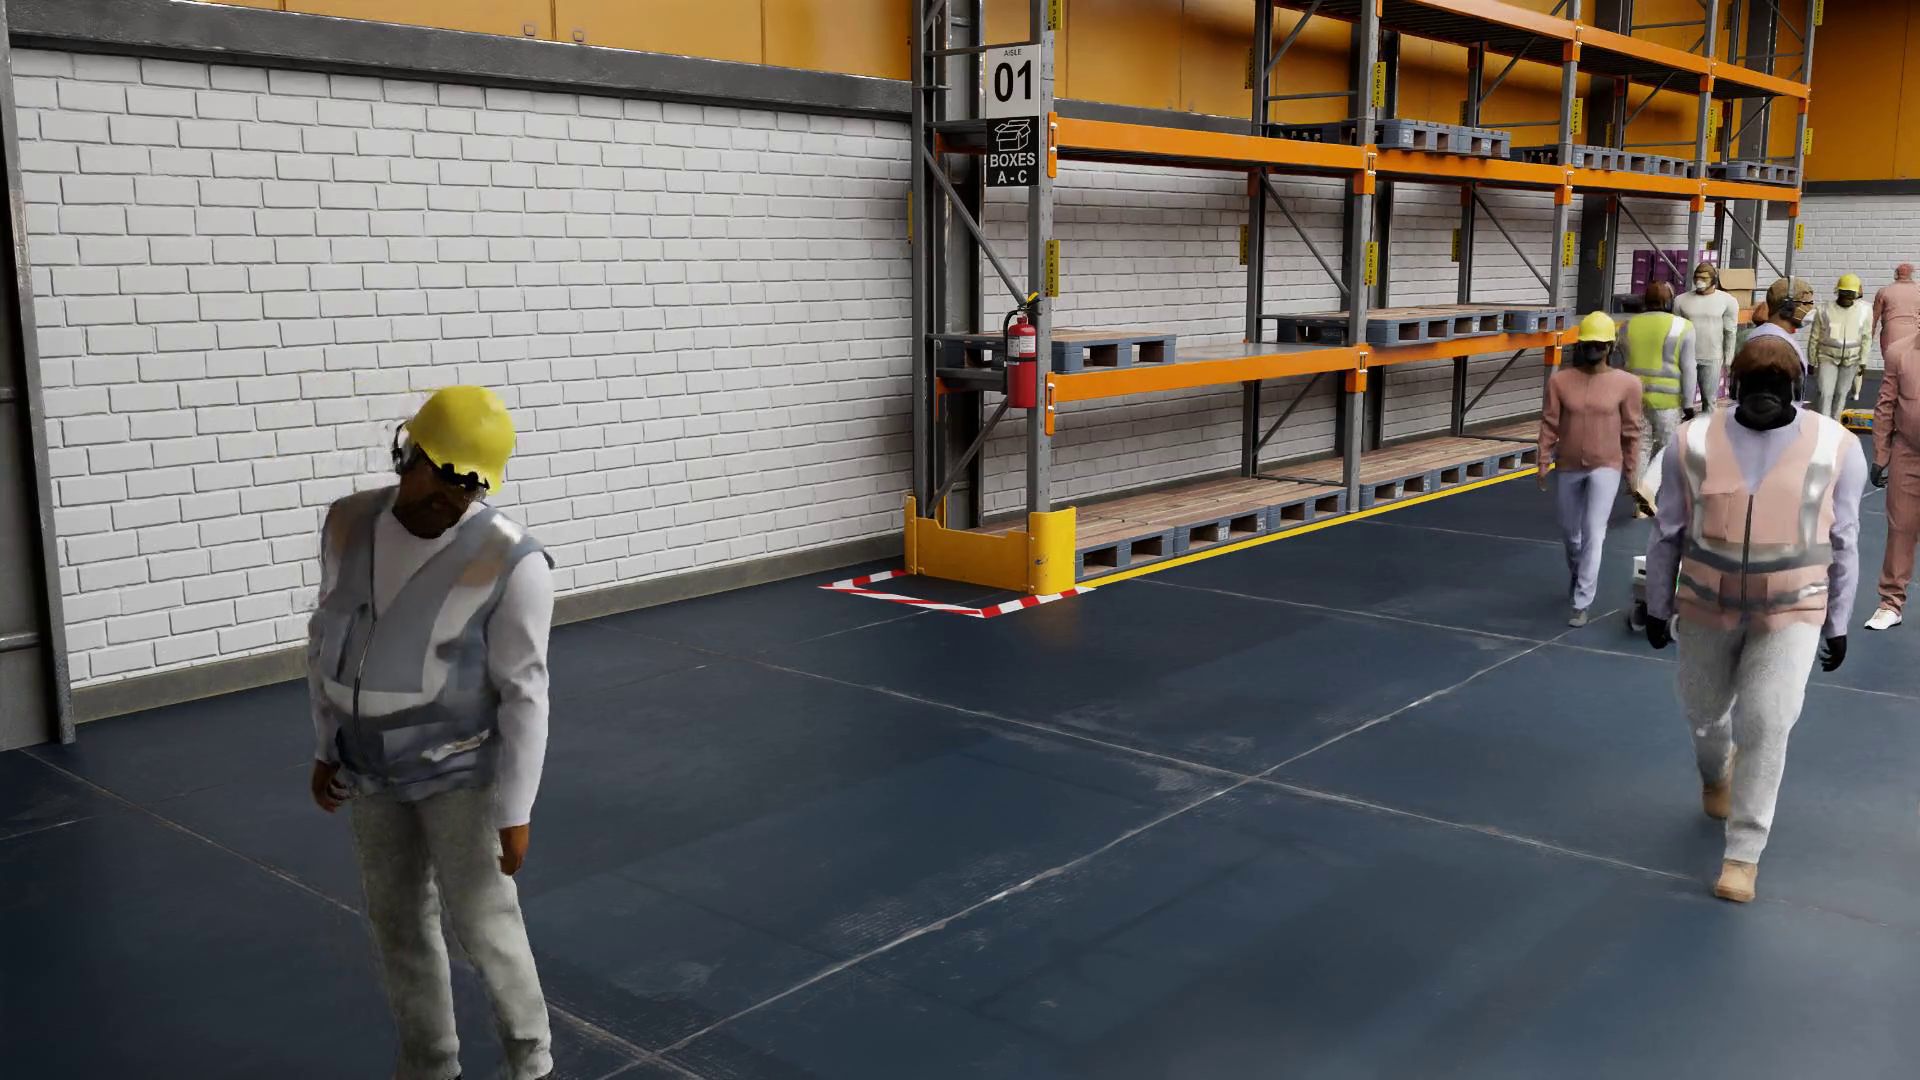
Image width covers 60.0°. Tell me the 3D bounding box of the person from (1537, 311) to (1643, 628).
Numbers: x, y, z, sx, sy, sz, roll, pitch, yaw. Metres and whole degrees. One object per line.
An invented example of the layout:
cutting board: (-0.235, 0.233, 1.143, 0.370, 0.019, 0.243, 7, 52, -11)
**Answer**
person: (3.553, -0.425, 9.381, 0.531, 1.737, 0.822, 6, 12, 31)

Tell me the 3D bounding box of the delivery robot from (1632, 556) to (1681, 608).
delivery robot: (3.991, 0.185, 8.991, 0.707, 0.478, 0.477, -5, 11, -25)

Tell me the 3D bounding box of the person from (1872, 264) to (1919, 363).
person: (12.114, -2.630, 21.554, 0.649, 1.860, 0.859, 2, 10, 9)

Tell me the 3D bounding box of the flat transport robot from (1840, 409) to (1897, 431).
flat transport robot: (10.501, -1.330, 18.688, 1.431, 0.197, 0.652, 8, 13, 40)

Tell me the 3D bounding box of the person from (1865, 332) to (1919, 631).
person: (5.220, -0.427, 8.891, 0.652, 1.906, 0.409, 8, 13, 39)

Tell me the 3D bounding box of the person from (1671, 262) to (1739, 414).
person: (7.349, -1.781, 16.517, 0.634, 1.936, 0.351, 7, 12, 34)

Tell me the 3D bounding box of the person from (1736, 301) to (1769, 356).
person: (7.495, -1.457, 15.630, 0.851, 1.592, 0.504, -5, 11, -29)

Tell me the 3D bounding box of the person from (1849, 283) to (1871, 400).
person: (12.148, -2.718, 22.709, 0.498, 1.636, 0.286, 0, 10, -2)

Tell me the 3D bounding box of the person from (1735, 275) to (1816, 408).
person: (4.445, -0.485, 9.176, 0.370, 1.932, 0.623, 2, 10, 14)

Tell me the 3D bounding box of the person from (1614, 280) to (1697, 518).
person: (5.264, -1.050, 12.650, 0.505, 1.832, 0.645, -8, 13, -40)

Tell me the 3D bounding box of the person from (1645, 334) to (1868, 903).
person: (2.629, 0.213, 5.544, 0.641, 1.810, 0.844, 7, 12, 33)

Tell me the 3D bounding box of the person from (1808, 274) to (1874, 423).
person: (9.282, -1.892, 17.524, 0.585, 1.796, 0.802, 3, 10, 17)

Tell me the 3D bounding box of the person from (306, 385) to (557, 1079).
person: (-1.217, 0.534, 3.829, 0.643, 1.785, 0.422, 4, 11, 23)
